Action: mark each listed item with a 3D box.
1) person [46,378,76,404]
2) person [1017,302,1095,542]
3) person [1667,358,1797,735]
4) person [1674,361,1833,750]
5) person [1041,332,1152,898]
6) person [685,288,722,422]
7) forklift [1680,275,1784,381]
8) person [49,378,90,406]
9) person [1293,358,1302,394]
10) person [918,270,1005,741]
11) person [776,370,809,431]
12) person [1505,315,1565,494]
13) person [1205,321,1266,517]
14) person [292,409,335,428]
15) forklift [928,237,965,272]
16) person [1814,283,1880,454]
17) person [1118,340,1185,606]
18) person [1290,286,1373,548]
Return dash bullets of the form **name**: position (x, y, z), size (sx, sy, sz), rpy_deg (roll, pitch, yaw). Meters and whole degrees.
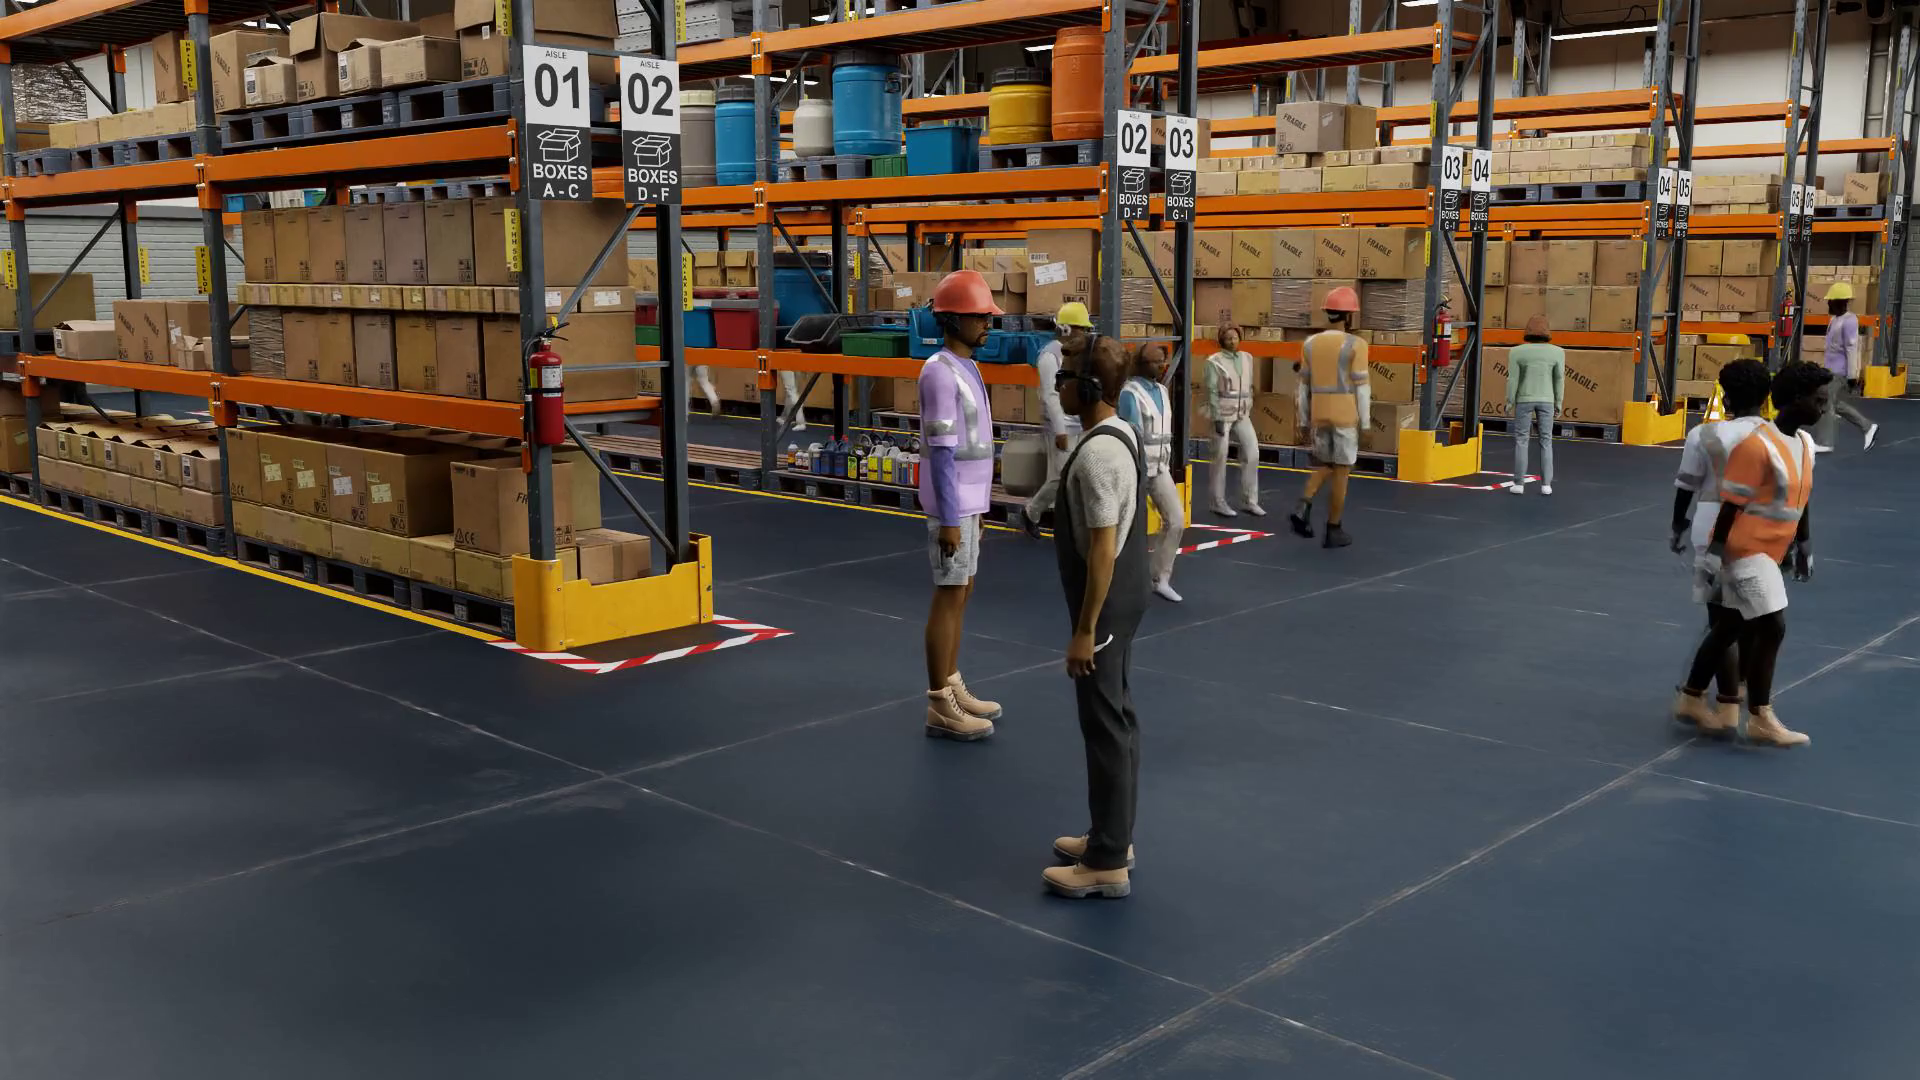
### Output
- **person**: position (-11.147, -2.217, 20.471), size (0.672, 1.887, 0.616), rpy_deg (3, 10, 17)
- **person**: position (0.780, -0.839, 12.218), size (0.671, 1.809, 0.606), rpy_deg (6, 11, 34)
- **person**: position (3.503, 0.005, 7.533), size (0.528, 1.639, 0.841), rpy_deg (1, 9, 7)
- **person**: position (3.446, 0.059, 7.141), size (0.550, 1.654, 0.728), rpy_deg (-9, 13, -44)
- **person**: position (0.450, 0.244, 5.481), size (0.348, 1.847, 0.505), rpy_deg (3, 10, 15)
- **person**: position (-3.539, -2.472, 22.219), size (0.633, 1.822, 0.775), rpy_deg (-9, 13, -43)
- **forklift**: position (12.480, -3.427, 27.053), size (1.214, 2.155, 2.313), rpy_deg (9, 13, 43)
- **person**: position (-10.877, -2.224, 20.171), size (0.612, 1.990, 0.392), rpy_deg (-8, 12, -41)
- **person**: position (4.517, -2.311, 21.129), size (0.981, 1.856, 0.648), rpy_deg (-2, 9, -12)
- **person**: position (0.011, -0.161, 7.358), size (0.373, 2.043, 0.615), rpy_deg (2, 9, 10)
- **person**: position (-2.187, -2.191, 21.208), size (0.506, 1.585, 0.868), rpy_deg (-8, 12, -41)
- **person**: position (5.245, -1.234, 15.192), size (0.507, 1.631, 0.271), rpy_deg (2, 9, 10)
- **person**: position (2.261, -0.975, 13.632), size (0.528, 1.614, 0.611), rpy_deg (-6, 11, -32)
- **person**: position (-7.924, -2.135, 20.196), size (0.770, 1.808, 0.600), rpy_deg (8, 12, 41)
- **forklift**: position (-0.326, -5.817, 39.609), size (1.129, 2.768, 1.873), rpy_deg (9, 13, 43)
- **person**: position (9.896, -1.917, 18.575), size (0.759, 1.902, 0.588), rpy_deg (3, 10, 16)
- **person**: position (1.157, -0.392, 10.075), size (0.507, 1.623, 0.520), rpy_deg (8, 12, 41)
- **person**: position (2.749, -0.898, 12.250), size (0.474, 1.922, 0.552), rpy_deg (-7, 12, -38)
